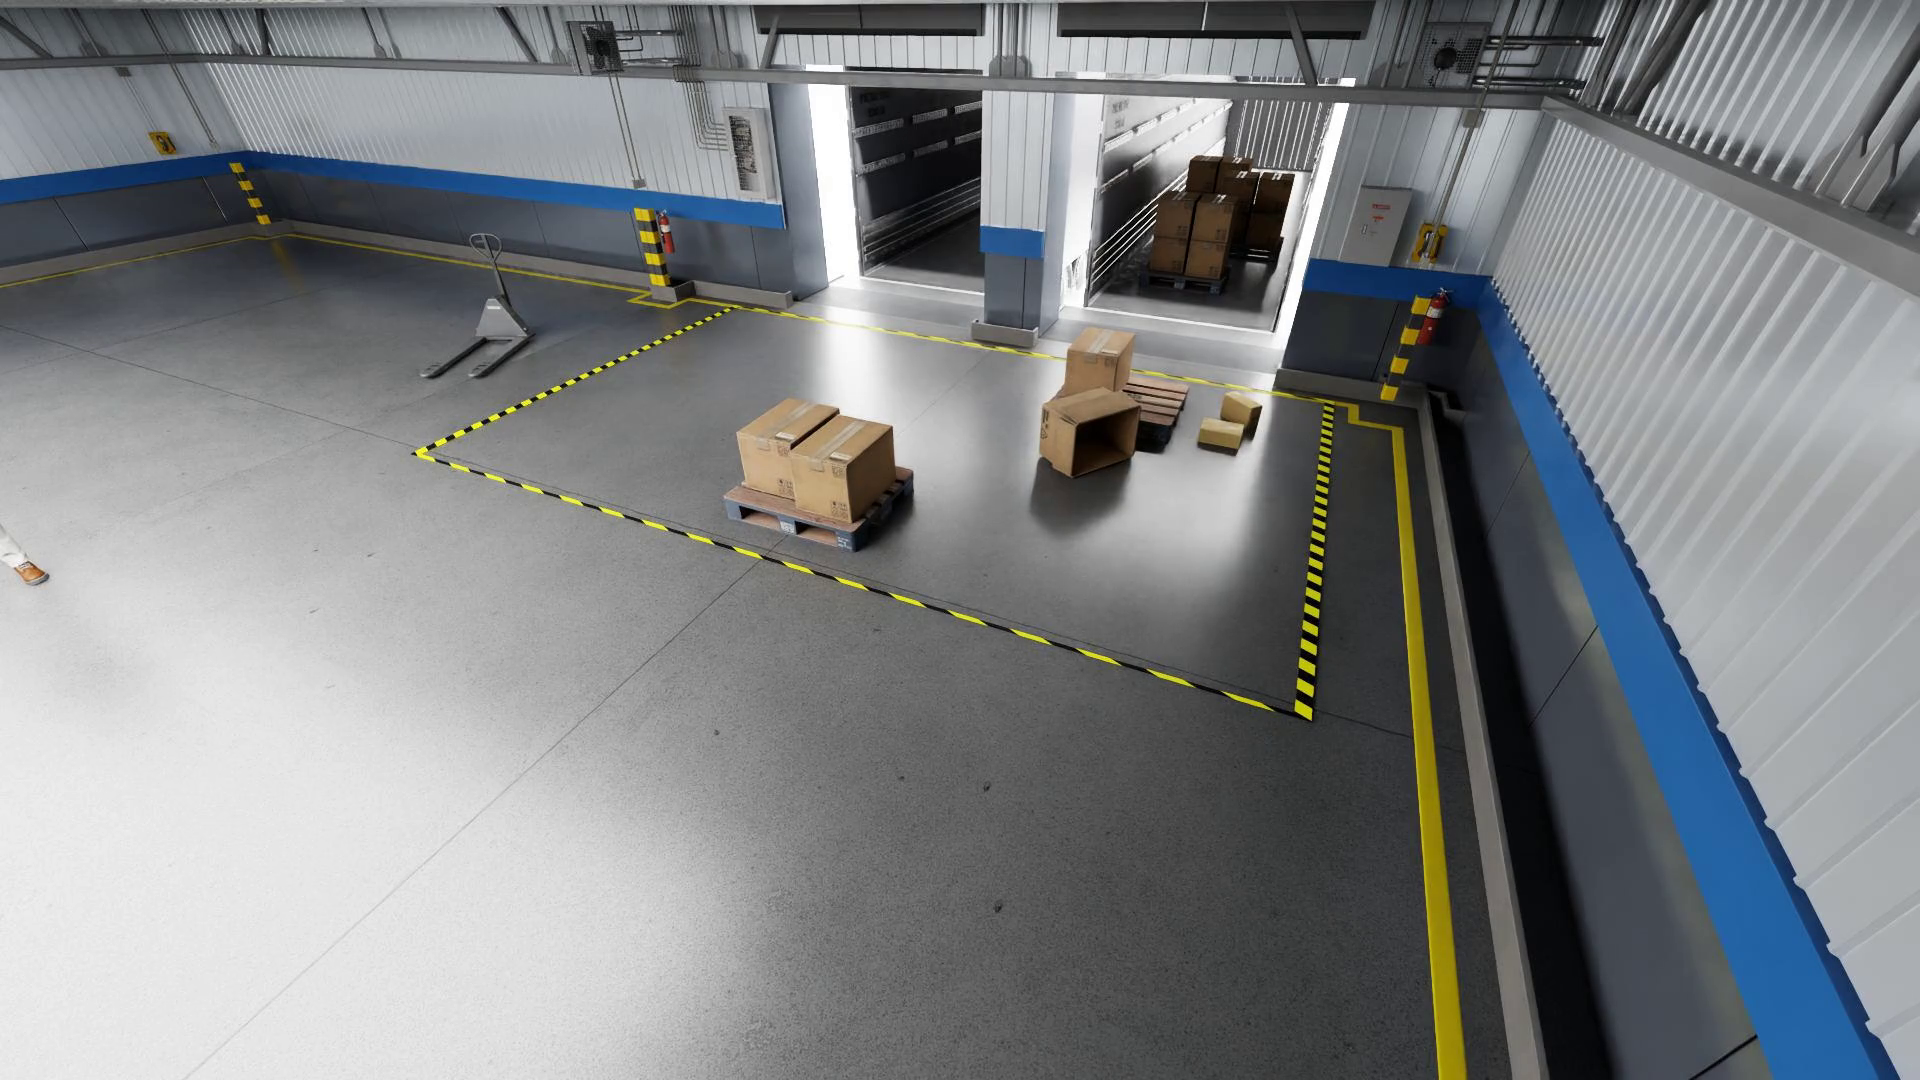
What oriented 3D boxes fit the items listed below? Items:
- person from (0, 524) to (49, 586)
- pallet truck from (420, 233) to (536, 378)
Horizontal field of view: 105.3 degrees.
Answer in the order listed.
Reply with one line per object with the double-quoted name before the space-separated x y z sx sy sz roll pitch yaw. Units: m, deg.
"person" -6.769 -0.450 4.641 0.386 1.947 0.613 22 41 28
"pallet truck" -5.664 -2.712 8.427 0.680 1.201 1.601 0 35 -1
